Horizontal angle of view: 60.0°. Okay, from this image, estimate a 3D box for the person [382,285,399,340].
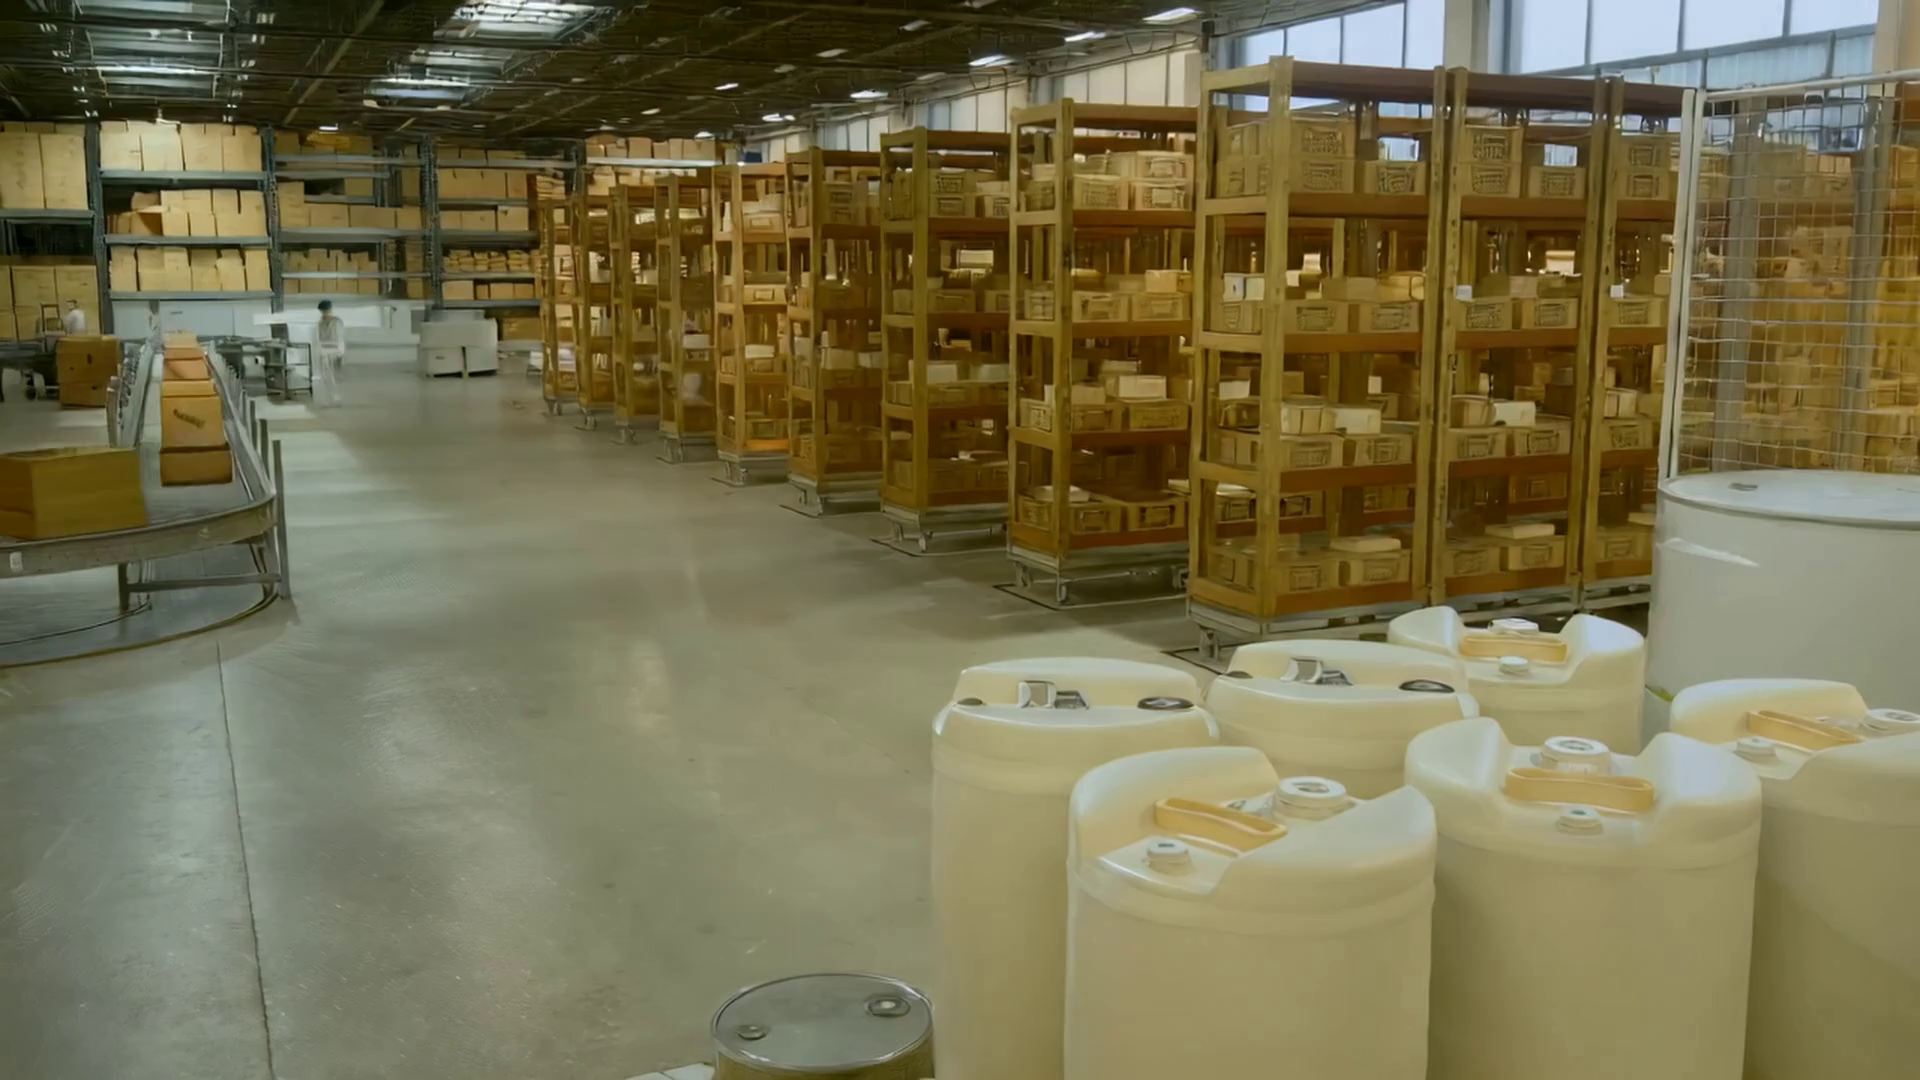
[{"bbox_3d":[-18.999,-7.518,55.499,0.611,1.985,0.394,0,9,2],"label":"person"}]

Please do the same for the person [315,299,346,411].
[{"bbox_3d":[-10.988,-3.228,29.011,0.611,1.948,0.392,3,10,20],"label":"person"}]

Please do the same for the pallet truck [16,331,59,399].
[{"bbox_3d":[-17.082,-3.353,31.781,1.630,1.274,0.653,-4,10,-25],"label":"pallet truck"}]

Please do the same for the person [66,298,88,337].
[{"bbox_3d":[-20.250,-4.636,38.140,0.404,1.826,0.591,3,10,16],"label":"person"}]

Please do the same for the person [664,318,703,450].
[{"bbox_3d":[-3.713,-2.062,22.225,0.608,1.807,0.660,9,13,43],"label":"person"}]

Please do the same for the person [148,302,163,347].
[{"bbox_3d":[-19.916,-5.028,41.028,0.723,1.670,0.535,-7,11,-36],"label":"person"}]

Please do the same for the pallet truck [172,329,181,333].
[{"bbox_3d":[-17.275,-3.851,35.096,1.601,1.201,0.680,0,9,1],"label":"pallet truck"}]
